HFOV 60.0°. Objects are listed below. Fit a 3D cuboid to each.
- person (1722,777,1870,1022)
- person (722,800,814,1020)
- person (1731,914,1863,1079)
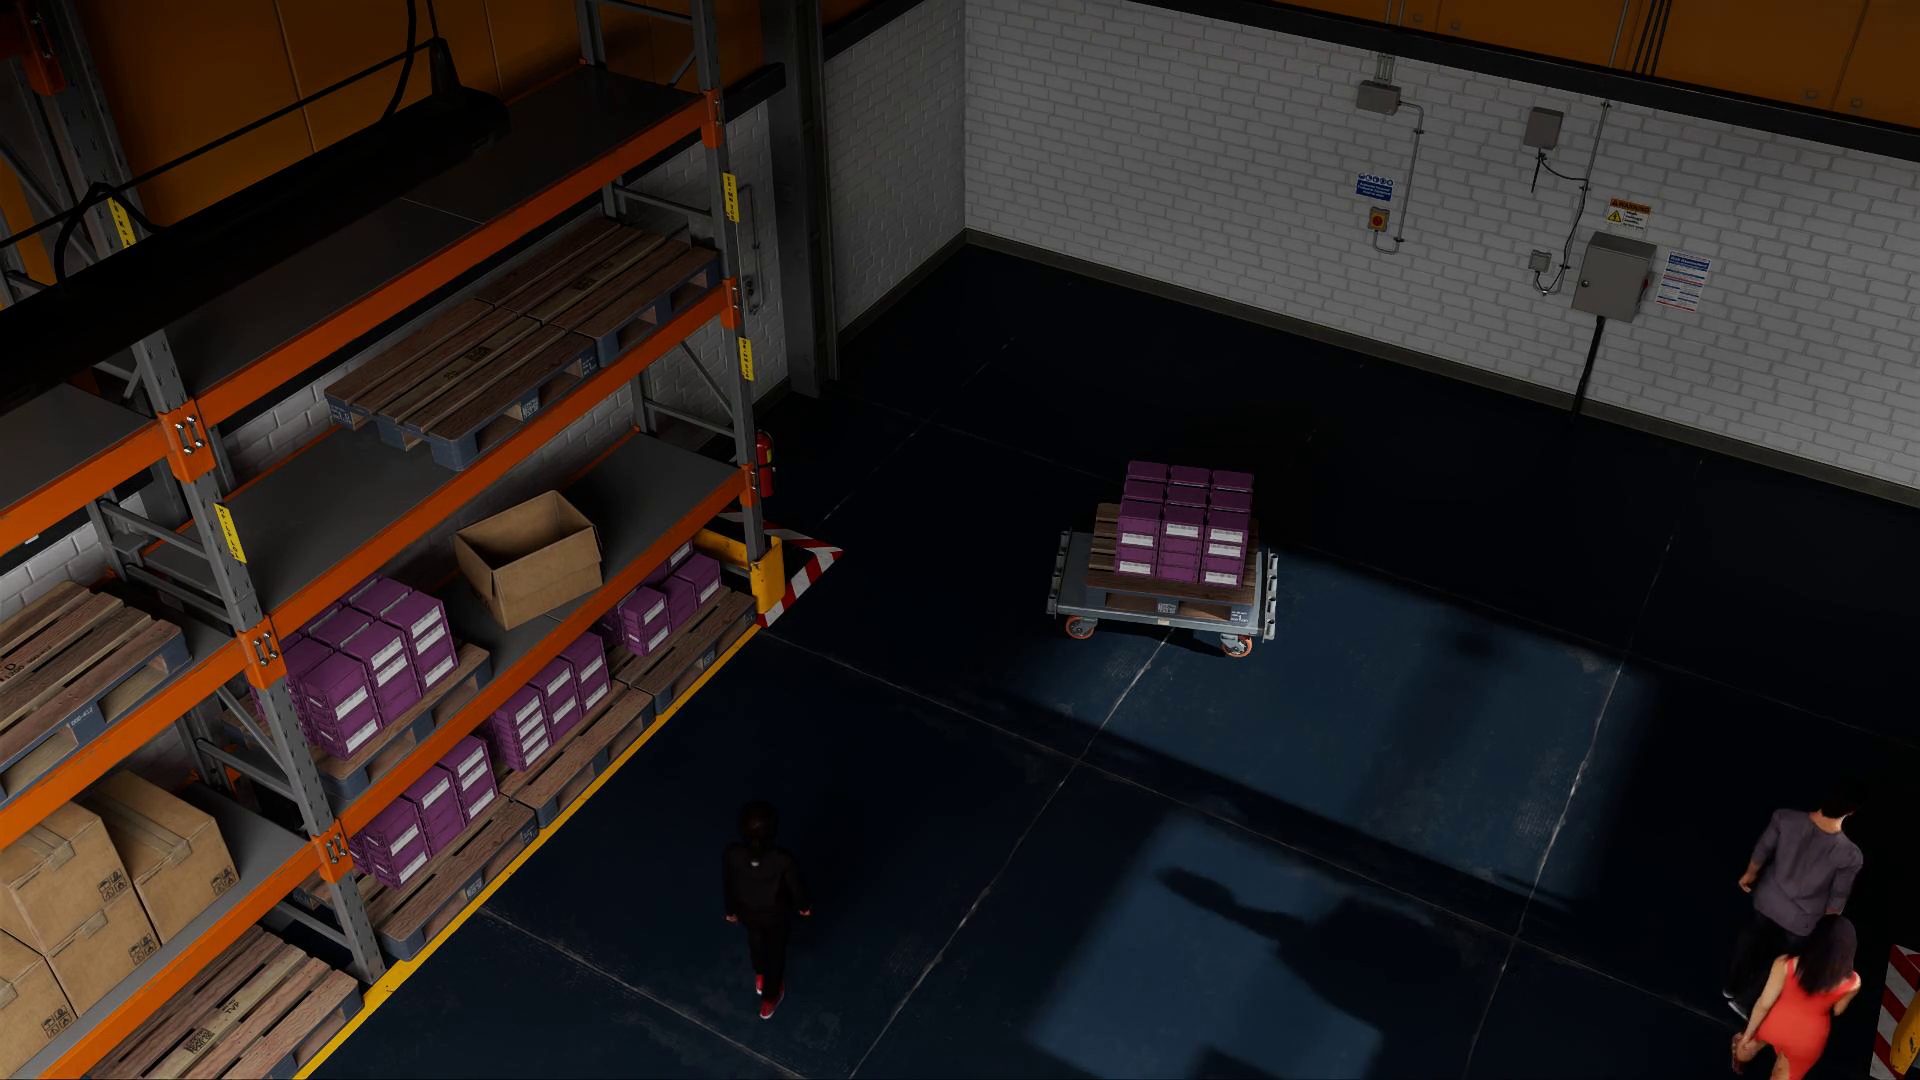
[{"bbox_3d":[4.568,2.043,9.235,0.898,1.831,0.844,-26,45,-29],"label":"person"},{"bbox_3d":[-1.112,2.122,9.268,0.711,1.666,0.717,7,39,9],"label":"person"},{"bbox_3d":[4.298,2.640,8.620,0.639,1.667,1.125,15,41,18],"label":"person"}]
